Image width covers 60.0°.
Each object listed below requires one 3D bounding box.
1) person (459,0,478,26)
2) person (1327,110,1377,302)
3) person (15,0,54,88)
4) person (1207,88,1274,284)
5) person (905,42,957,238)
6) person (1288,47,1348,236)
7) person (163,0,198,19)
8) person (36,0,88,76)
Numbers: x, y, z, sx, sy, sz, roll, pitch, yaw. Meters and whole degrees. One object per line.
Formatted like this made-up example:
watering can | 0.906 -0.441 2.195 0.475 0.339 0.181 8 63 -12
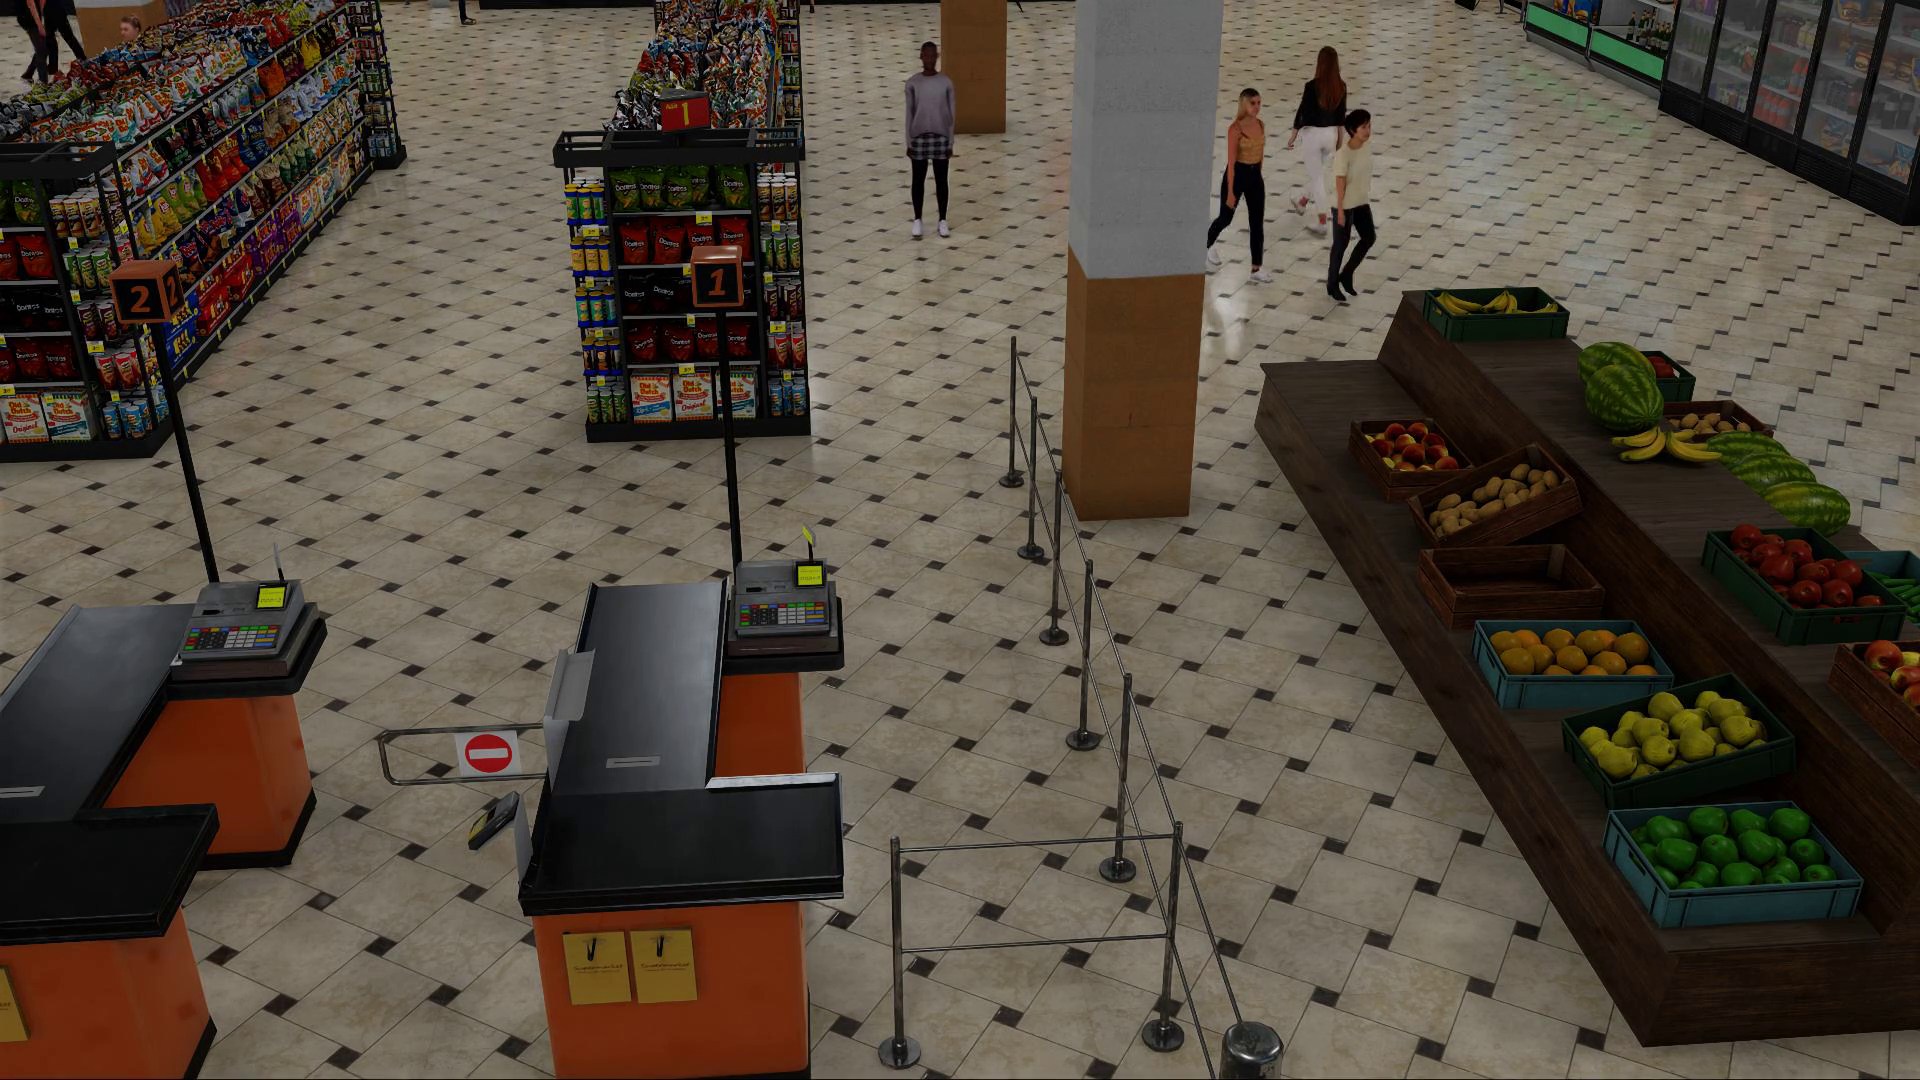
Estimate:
person | -7.686 -8.630 25.606 0.582 1.308 0.452 -6 27 -12
person | 3.172 -2.765 13.745 0.696 1.575 0.726 -20 33 -34
person | -11.729 -6.492 20.825 0.851 1.818 0.783 -17 31 -30
person | 2.370 -3.055 14.306 0.921 1.586 1.221 -14 30 -26
person | -0.274 -3.698 15.370 0.623 1.770 0.538 0 27 -1
person | 3.367 -3.659 15.412 0.786 1.662 1.137 -10 29 -19
person | -9.037 -5.713 19.326 0.833 1.786 0.769 20 33 34
person | -11.750 -6.955 21.803 0.902 1.761 0.929 -11 29 -20
